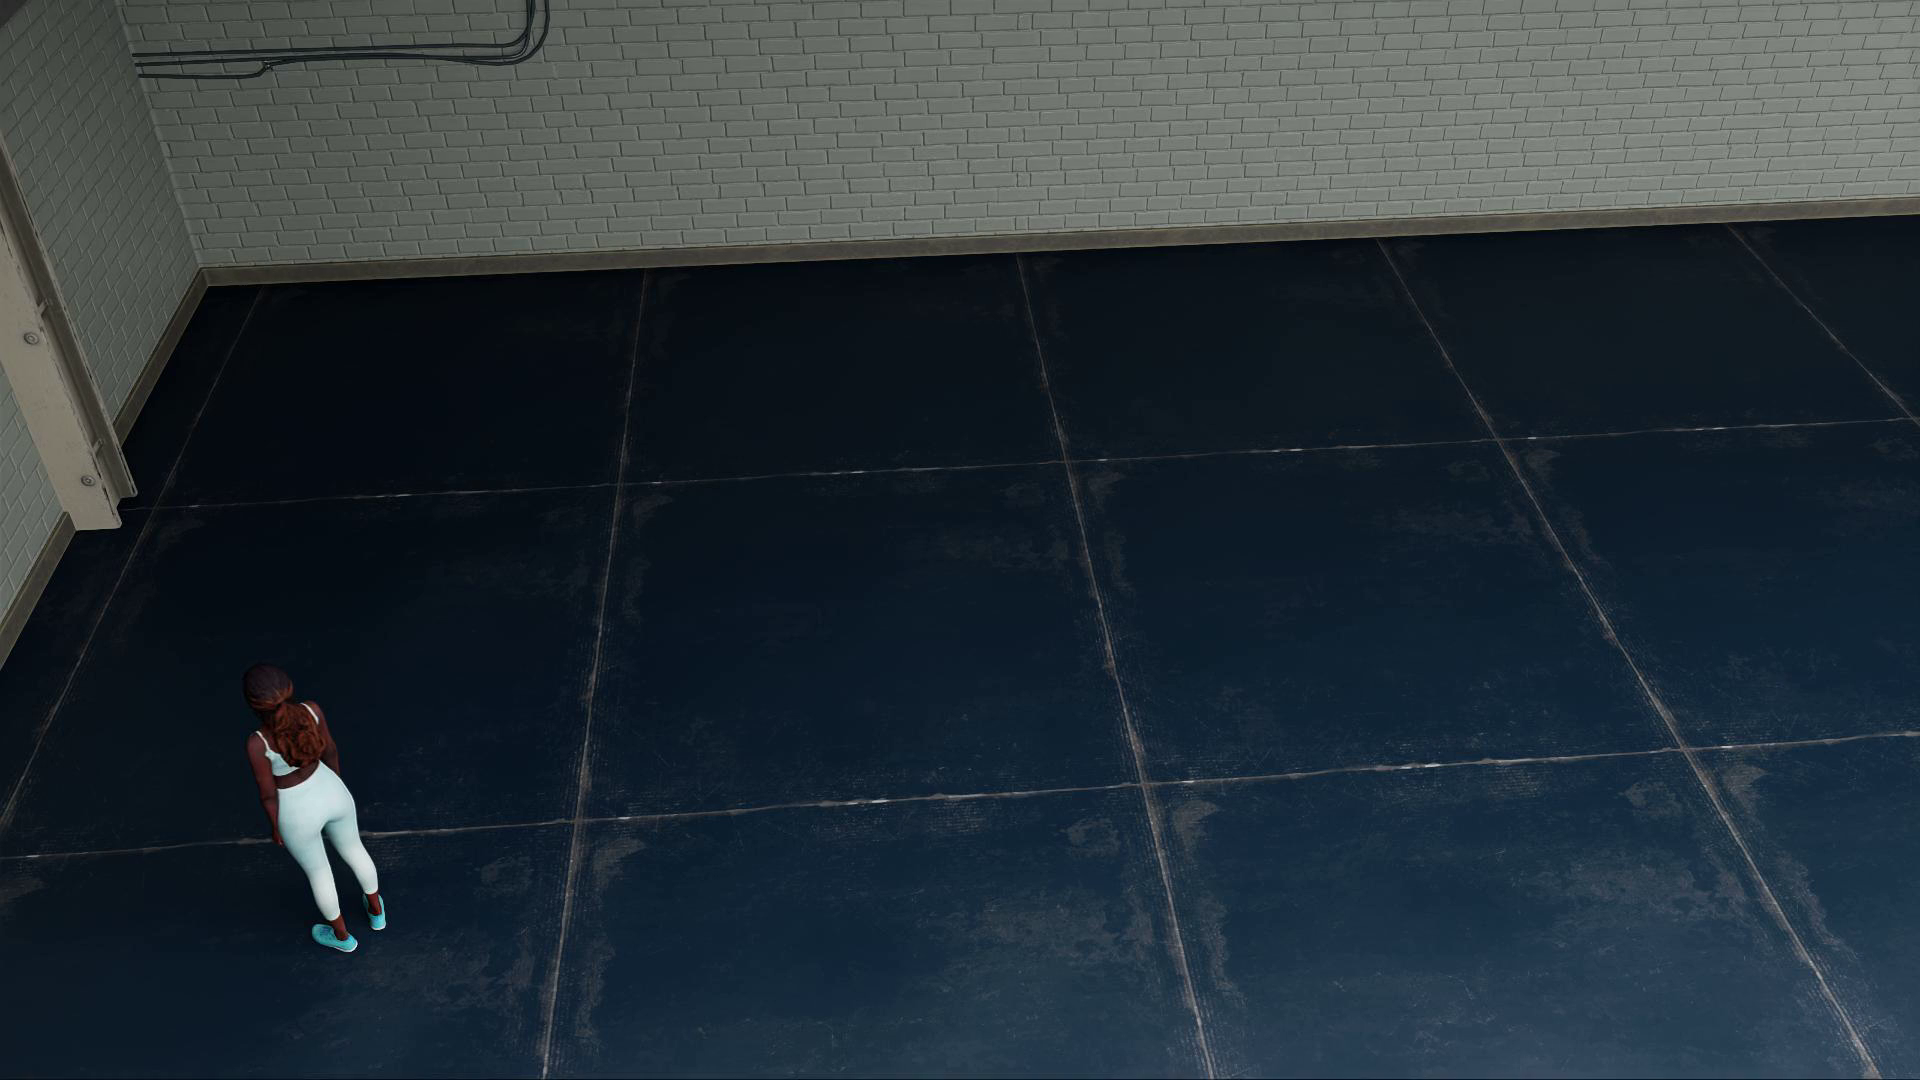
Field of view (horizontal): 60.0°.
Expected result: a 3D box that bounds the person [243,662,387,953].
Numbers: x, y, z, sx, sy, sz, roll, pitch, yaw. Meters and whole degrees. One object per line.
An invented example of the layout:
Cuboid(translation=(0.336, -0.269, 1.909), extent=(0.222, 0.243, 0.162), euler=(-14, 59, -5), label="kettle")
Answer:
Cuboid(translation=(-2.966, 1.228, 7.612), extent=(0.711, 1.725, 0.645), euler=(25, 45, 29), label="person")
